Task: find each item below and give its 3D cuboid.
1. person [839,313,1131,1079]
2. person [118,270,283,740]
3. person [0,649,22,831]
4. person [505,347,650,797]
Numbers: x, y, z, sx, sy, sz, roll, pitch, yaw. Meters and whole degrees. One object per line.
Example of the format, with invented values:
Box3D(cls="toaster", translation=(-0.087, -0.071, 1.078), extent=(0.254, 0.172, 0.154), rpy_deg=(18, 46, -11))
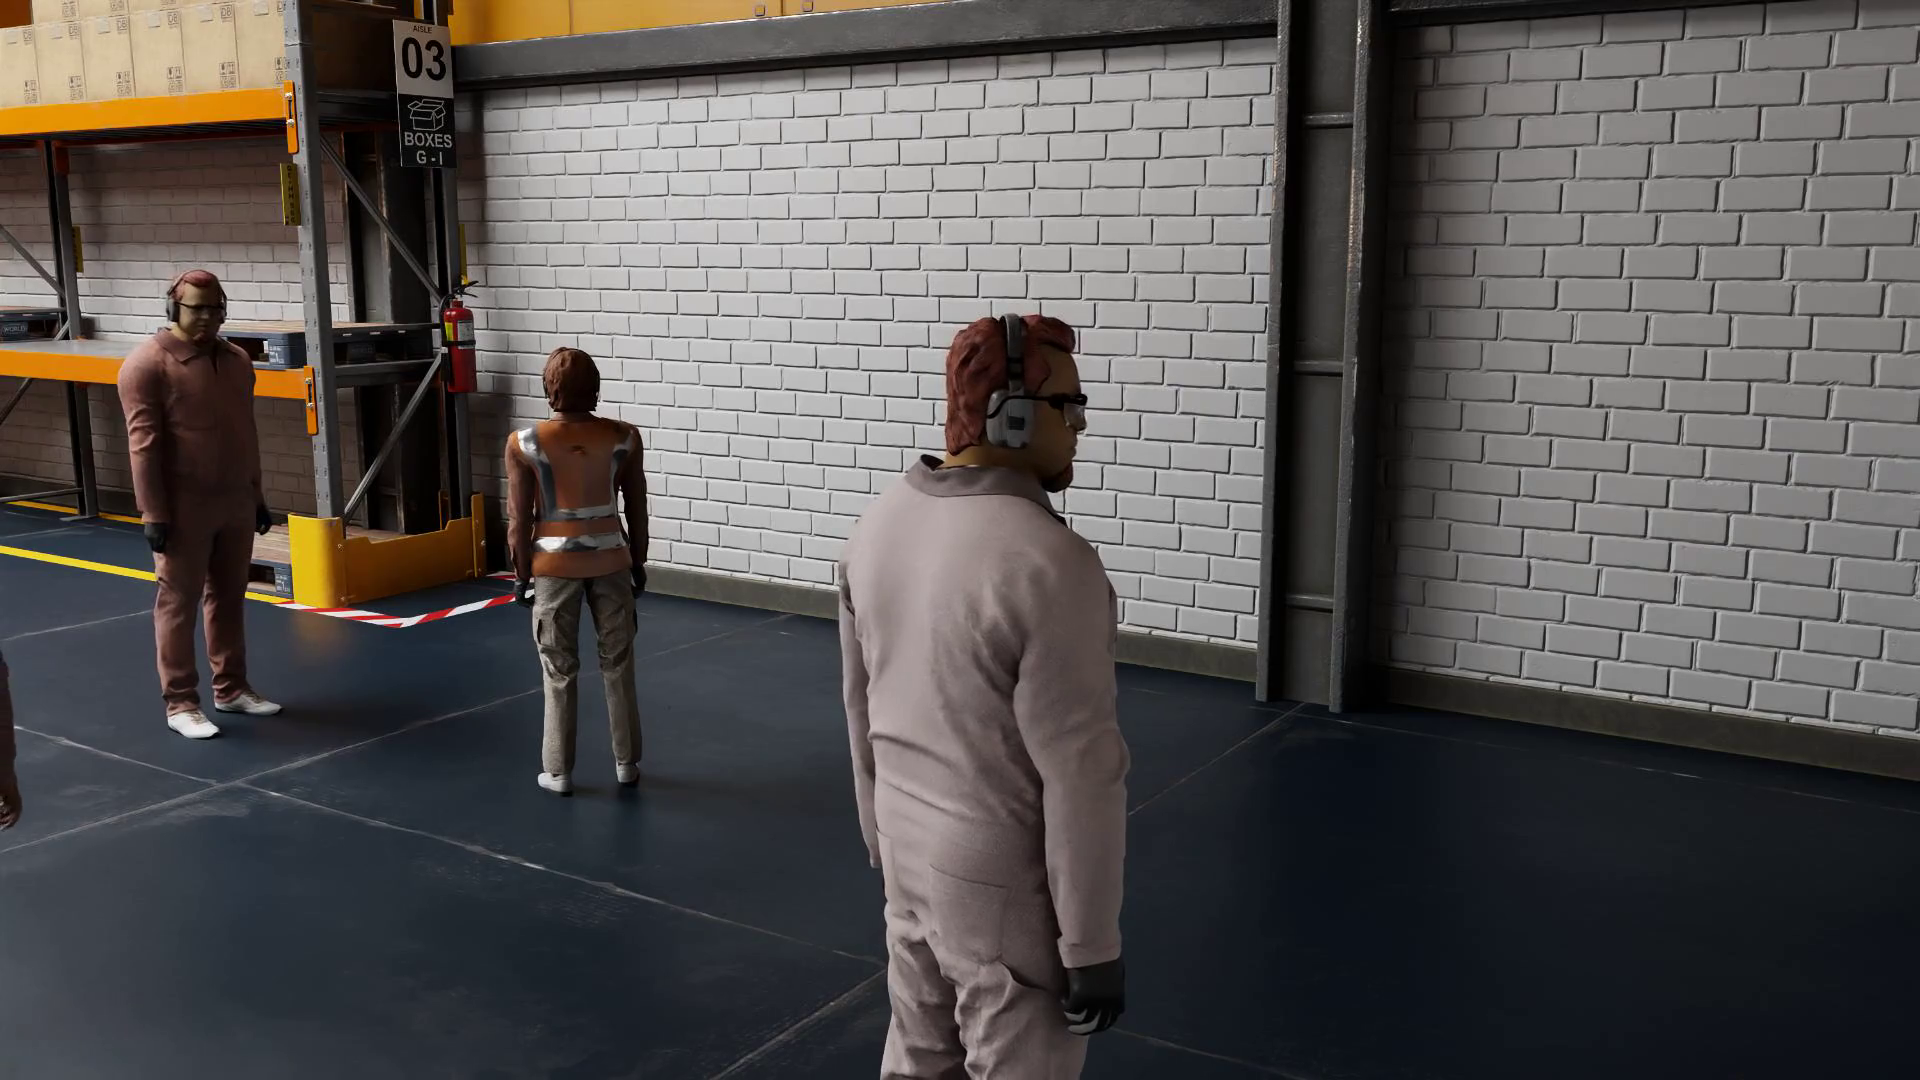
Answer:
Box3D(cls="person", translation=(0.072, 0.573, 2.836), extent=(0.402, 1.904, 0.652), rpy_deg=(-7, 12, -35))
Box3D(cls="person", translation=(-3.098, -0.153, 6.871), extent=(0.399, 1.902, 0.642), rpy_deg=(4, 11, 20))
Box3D(cls="person", translation=(-2.387, 0.512, 3.671), extent=(0.534, 1.735, 0.853), rpy_deg=(-5, 12, -28))
Box3D(cls="person", translation=(-1.381, 0.121, 6.070), extent=(0.514, 1.641, 0.307), rpy_deg=(-5, 11, -24))
